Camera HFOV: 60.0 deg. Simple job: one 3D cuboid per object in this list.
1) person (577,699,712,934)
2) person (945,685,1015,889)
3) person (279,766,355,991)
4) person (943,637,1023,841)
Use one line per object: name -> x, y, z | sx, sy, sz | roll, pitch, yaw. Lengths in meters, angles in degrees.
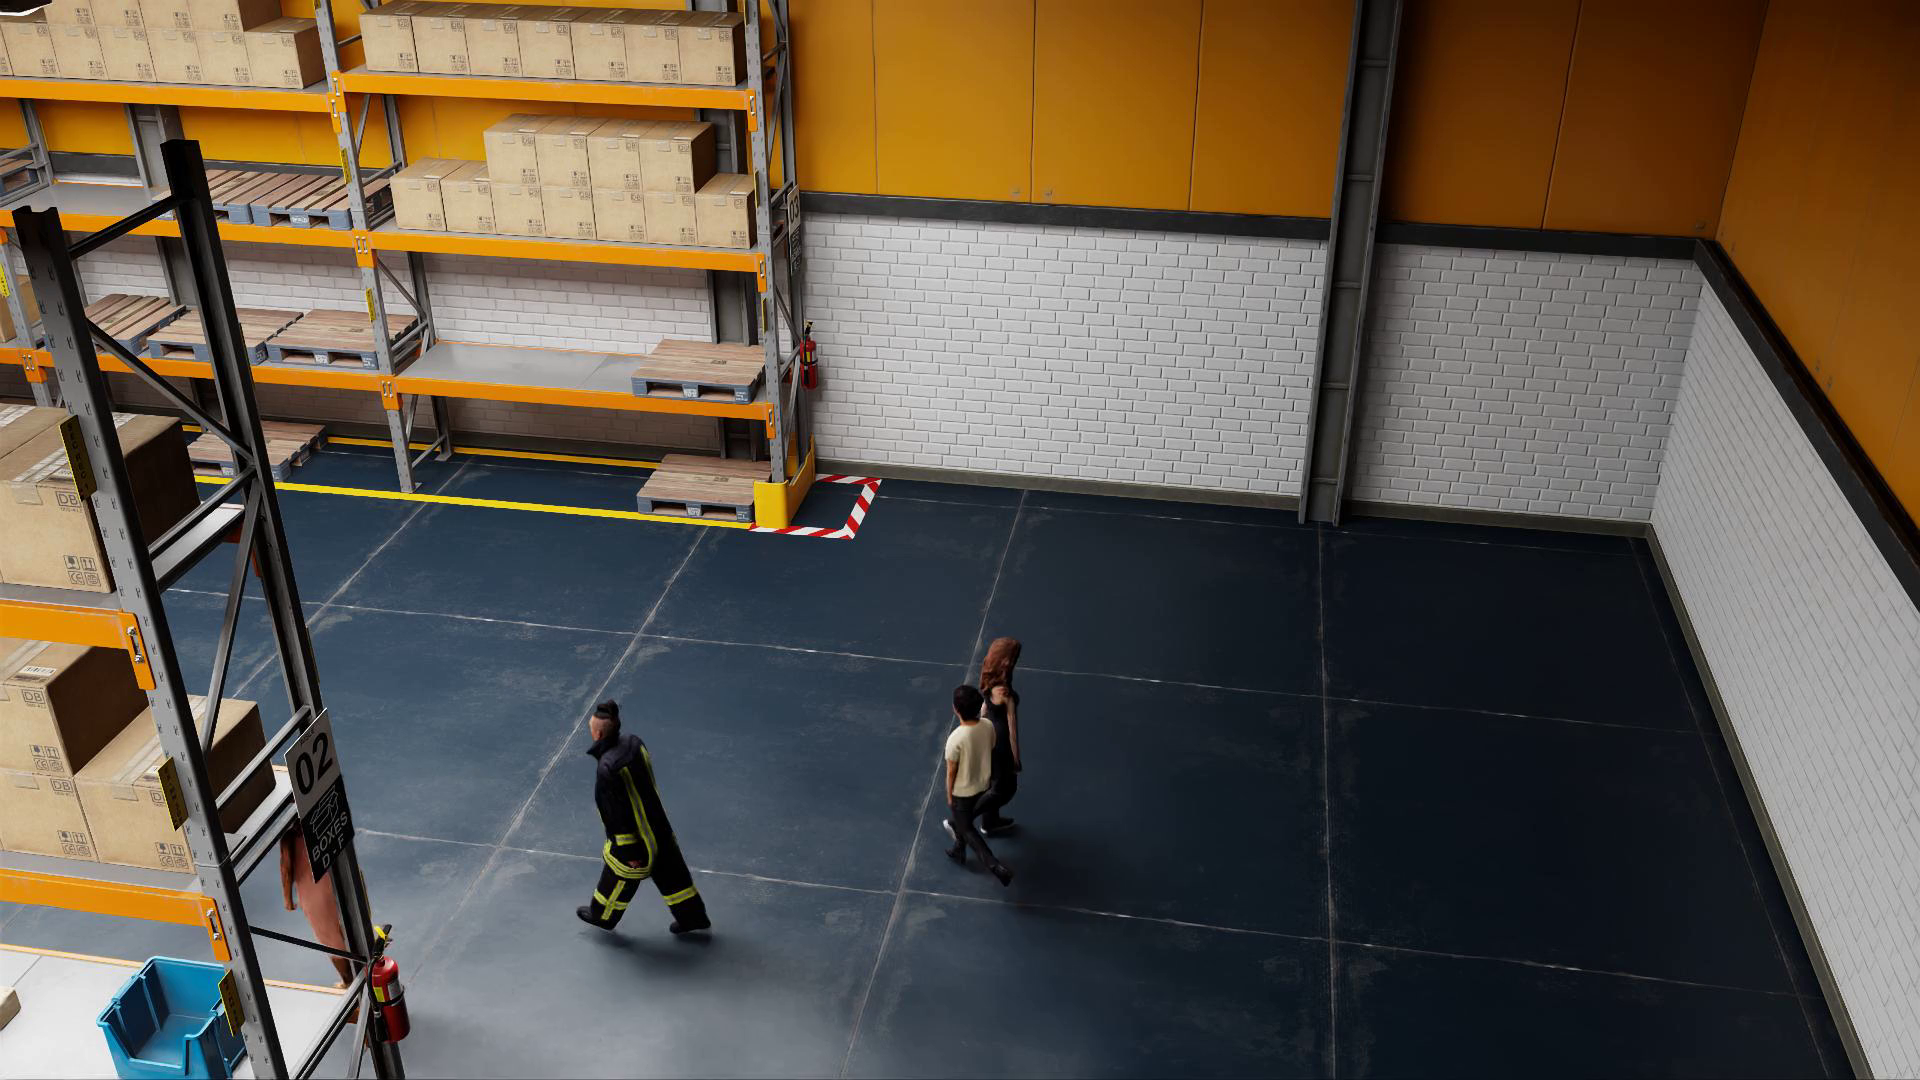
person -> -2.046, 1.914, 10.936 | 1.172, 1.808, 0.855 | 7, 29, 12
person -> 0.110, 1.747, 11.501 | 0.941, 1.561, 1.073 | -25, 37, -38
person -> -3.935, 2.180, 10.432 | 0.646, 1.826, 0.661 | 11, 31, 20
person -> 0.190, 1.490, 11.805 | 0.976, 1.722, 0.876 | -16, 33, -27
